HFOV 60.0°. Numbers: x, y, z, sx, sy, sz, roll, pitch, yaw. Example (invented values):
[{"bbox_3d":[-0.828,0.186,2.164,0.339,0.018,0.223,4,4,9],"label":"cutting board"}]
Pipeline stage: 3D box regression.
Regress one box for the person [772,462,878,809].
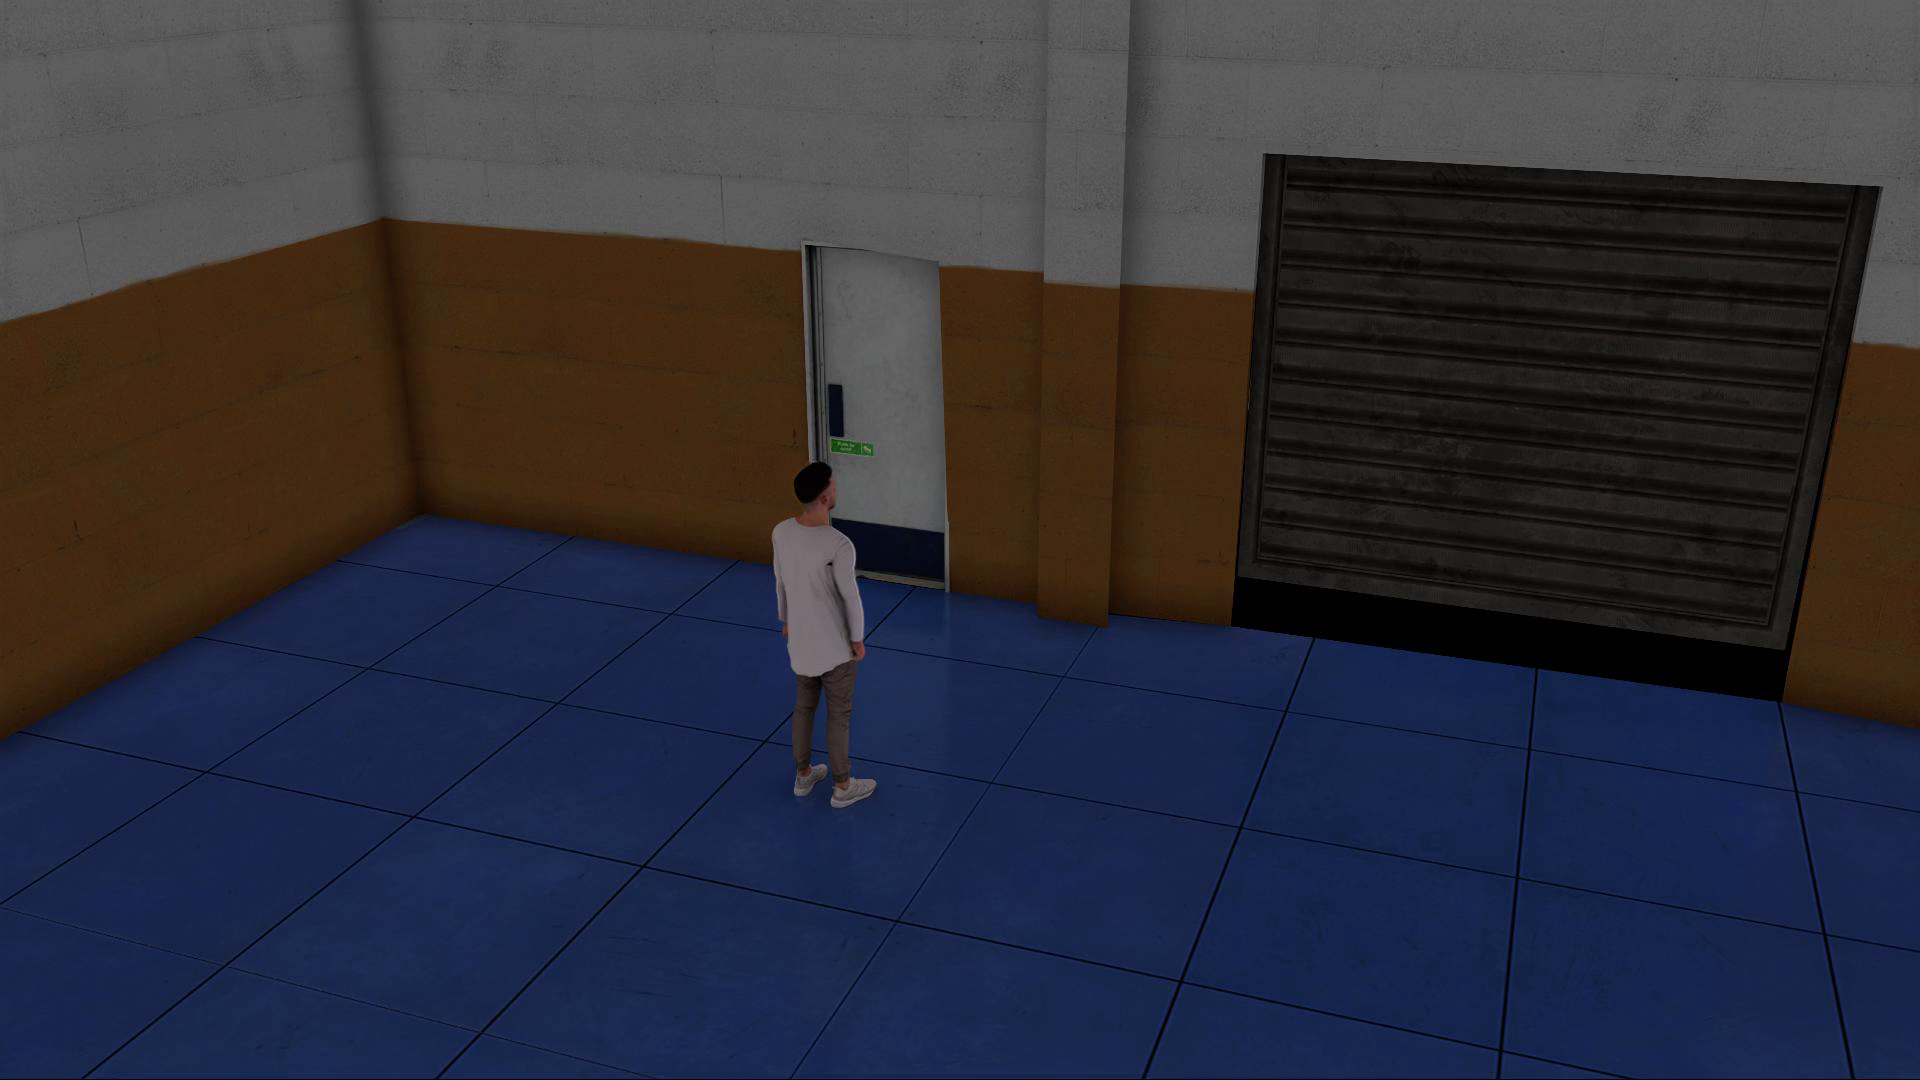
[{"bbox_3d":[-0.699,0.471,8.381,0.586,1.840,0.783,14,26,31],"label":"person"}]
